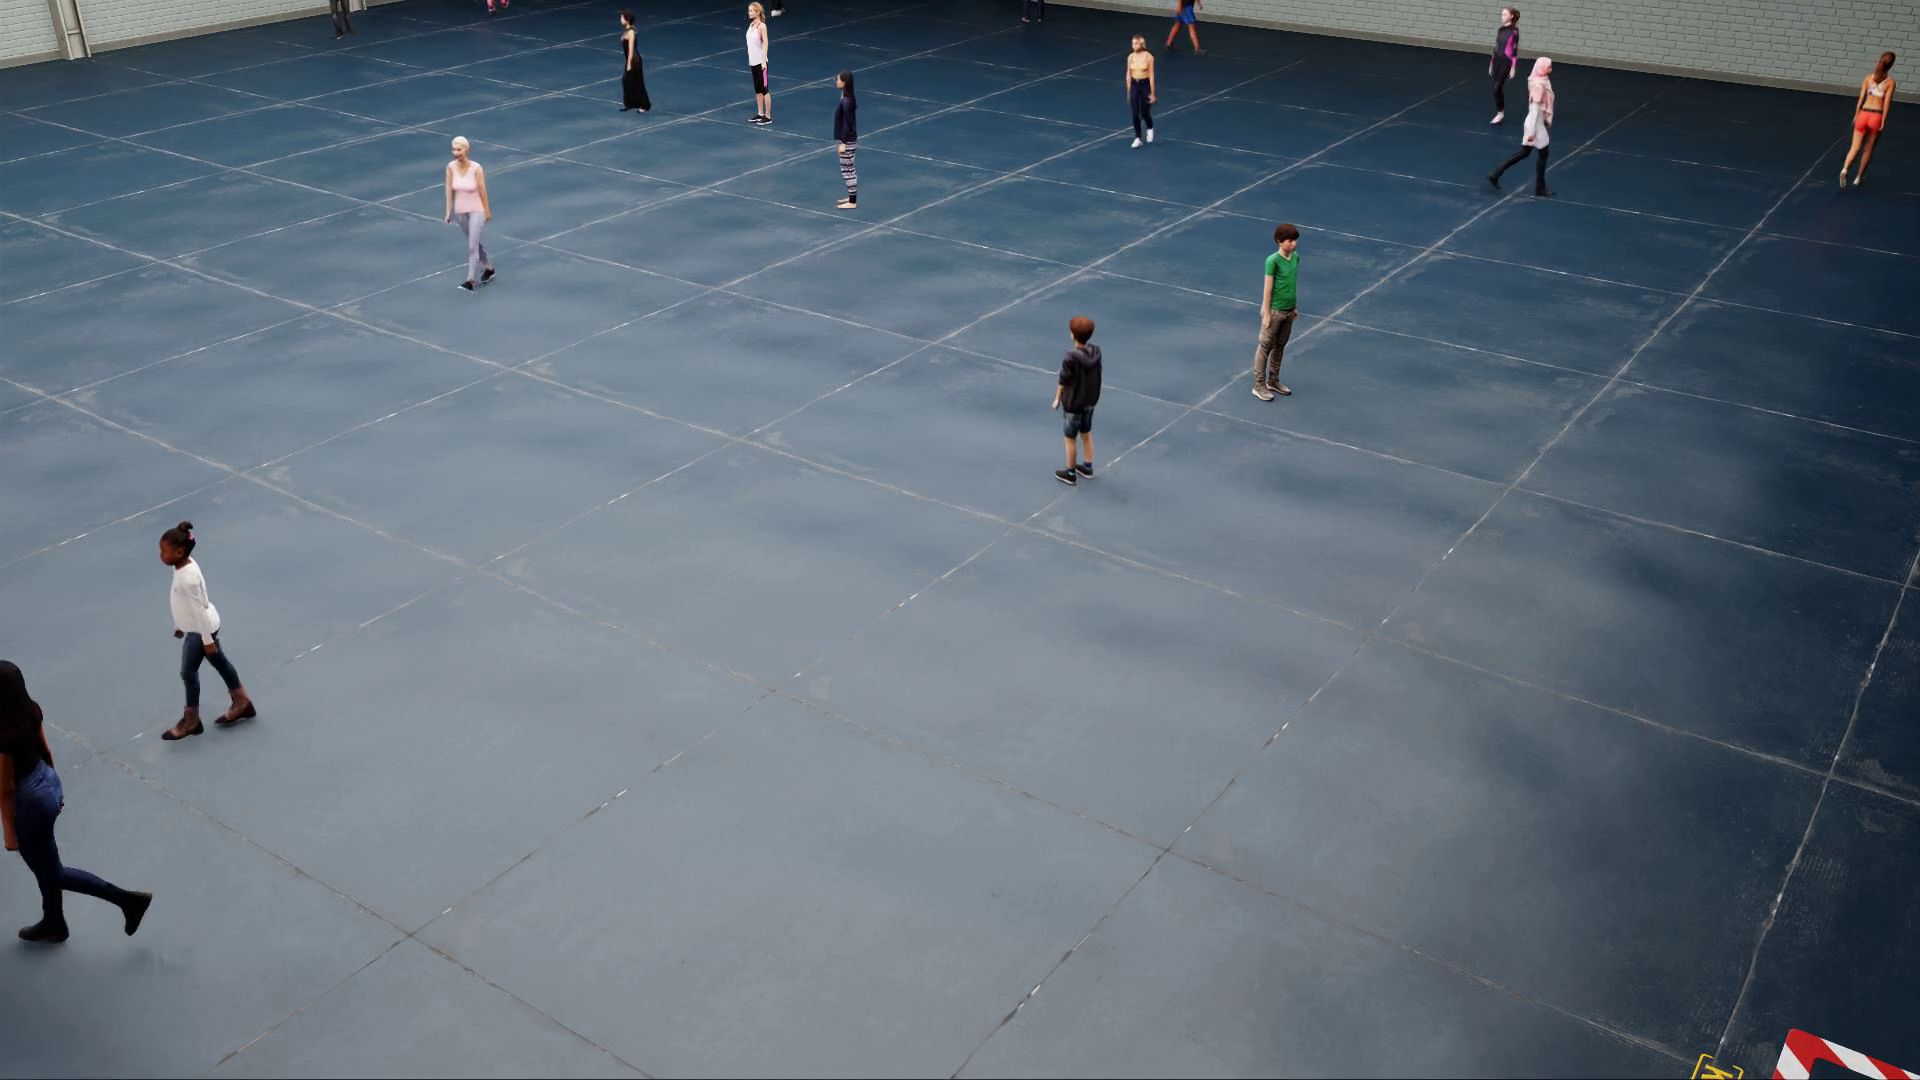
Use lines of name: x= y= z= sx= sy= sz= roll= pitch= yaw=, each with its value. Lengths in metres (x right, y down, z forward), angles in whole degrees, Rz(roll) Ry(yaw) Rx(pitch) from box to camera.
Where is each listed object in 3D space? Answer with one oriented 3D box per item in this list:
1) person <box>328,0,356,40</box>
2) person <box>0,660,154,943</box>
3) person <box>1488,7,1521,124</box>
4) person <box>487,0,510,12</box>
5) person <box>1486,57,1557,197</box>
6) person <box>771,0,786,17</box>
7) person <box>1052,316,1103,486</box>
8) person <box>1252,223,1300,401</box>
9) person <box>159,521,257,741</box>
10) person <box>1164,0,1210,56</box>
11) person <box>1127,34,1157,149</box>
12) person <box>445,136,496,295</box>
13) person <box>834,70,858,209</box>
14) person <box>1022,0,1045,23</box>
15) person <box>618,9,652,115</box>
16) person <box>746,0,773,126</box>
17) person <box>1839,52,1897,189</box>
person: x=-11.229 y=-9.919 z=29.903 sx=0.705 sy=1.707 sz=0.808 roll=-4 pitch=27 yaw=-7
person: x=-4.665 y=1.394 z=8.549 sx=1.010 sy=1.719 sz=0.995 roll=-2 pitch=27 yaw=-4
person: x=8.284 y=-7.169 z=25.169 sx=0.744 sy=1.728 sz=0.698 roll=-14 pitch=30 yaw=-26
person: x=-9.573 y=-11.514 z=33.951 sx=0.828 sy=1.414 sz=1.070 roll=5 pitch=28 yaw=10
person: x=7.356 y=-5.338 z=21.561 sx=1.031 sy=1.777 sz=1.159 roll=4 pitch=27 yaw=7
person: x=-3.763 y=-11.415 z=33.476 sx=0.692 sy=1.672 sz=0.773 roll=21 pitch=34 yaw=34
person: x=0.988 y=-1.156 z=13.803 sx=0.557 sy=1.444 sz=0.668 roll=-19 pitch=33 yaw=-32
person: x=2.956 y=-2.147 z=15.501 sx=0.565 sy=1.651 sz=0.710 roll=-19 pitch=33 yaw=-33
person: x=-4.730 y=0.544 z=10.510 sx=0.887 sy=1.435 sz=0.738 roll=-15 pitch=31 yaw=-27
person: x=3.999 y=-9.628 z=29.917 sx=0.751 sy=1.754 sz=1.105 roll=14 pitch=30 yaw=25
person: x=2.638 y=-6.463 z=23.932 sx=0.627 sy=1.606 sz=0.776 roll=14 pitch=31 yaw=26
person: x=-5.344 y=-3.595 z=18.286 sx=0.827 sy=1.676 sz=1.189 roll=6 pitch=28 yaw=12
person: x=-1.429 y=-5.101 z=21.146 sx=0.743 sy=1.735 sz=0.641 roll=1 pitch=27 yaw=1
person: x=1.450 y=-11.232 z=32.924 sx=0.732 sy=1.852 sz=0.818 roll=-6 pitch=28 yaw=-12
person: x=-4.981 y=-7.394 z=25.766 sx=0.880 sy=1.582 sz=0.813 roll=-8 pitch=28 yaw=-14
person: x=-3.042 y=-7.234 z=25.230 sx=0.627 sy=1.788 sz=0.671 roll=-19 pitch=33 yaw=-32
person: x=11.907 y=-5.478 z=21.844 sx=1.110 sy=1.766 sz=0.715 roll=-24 pitch=35 yaw=-38
